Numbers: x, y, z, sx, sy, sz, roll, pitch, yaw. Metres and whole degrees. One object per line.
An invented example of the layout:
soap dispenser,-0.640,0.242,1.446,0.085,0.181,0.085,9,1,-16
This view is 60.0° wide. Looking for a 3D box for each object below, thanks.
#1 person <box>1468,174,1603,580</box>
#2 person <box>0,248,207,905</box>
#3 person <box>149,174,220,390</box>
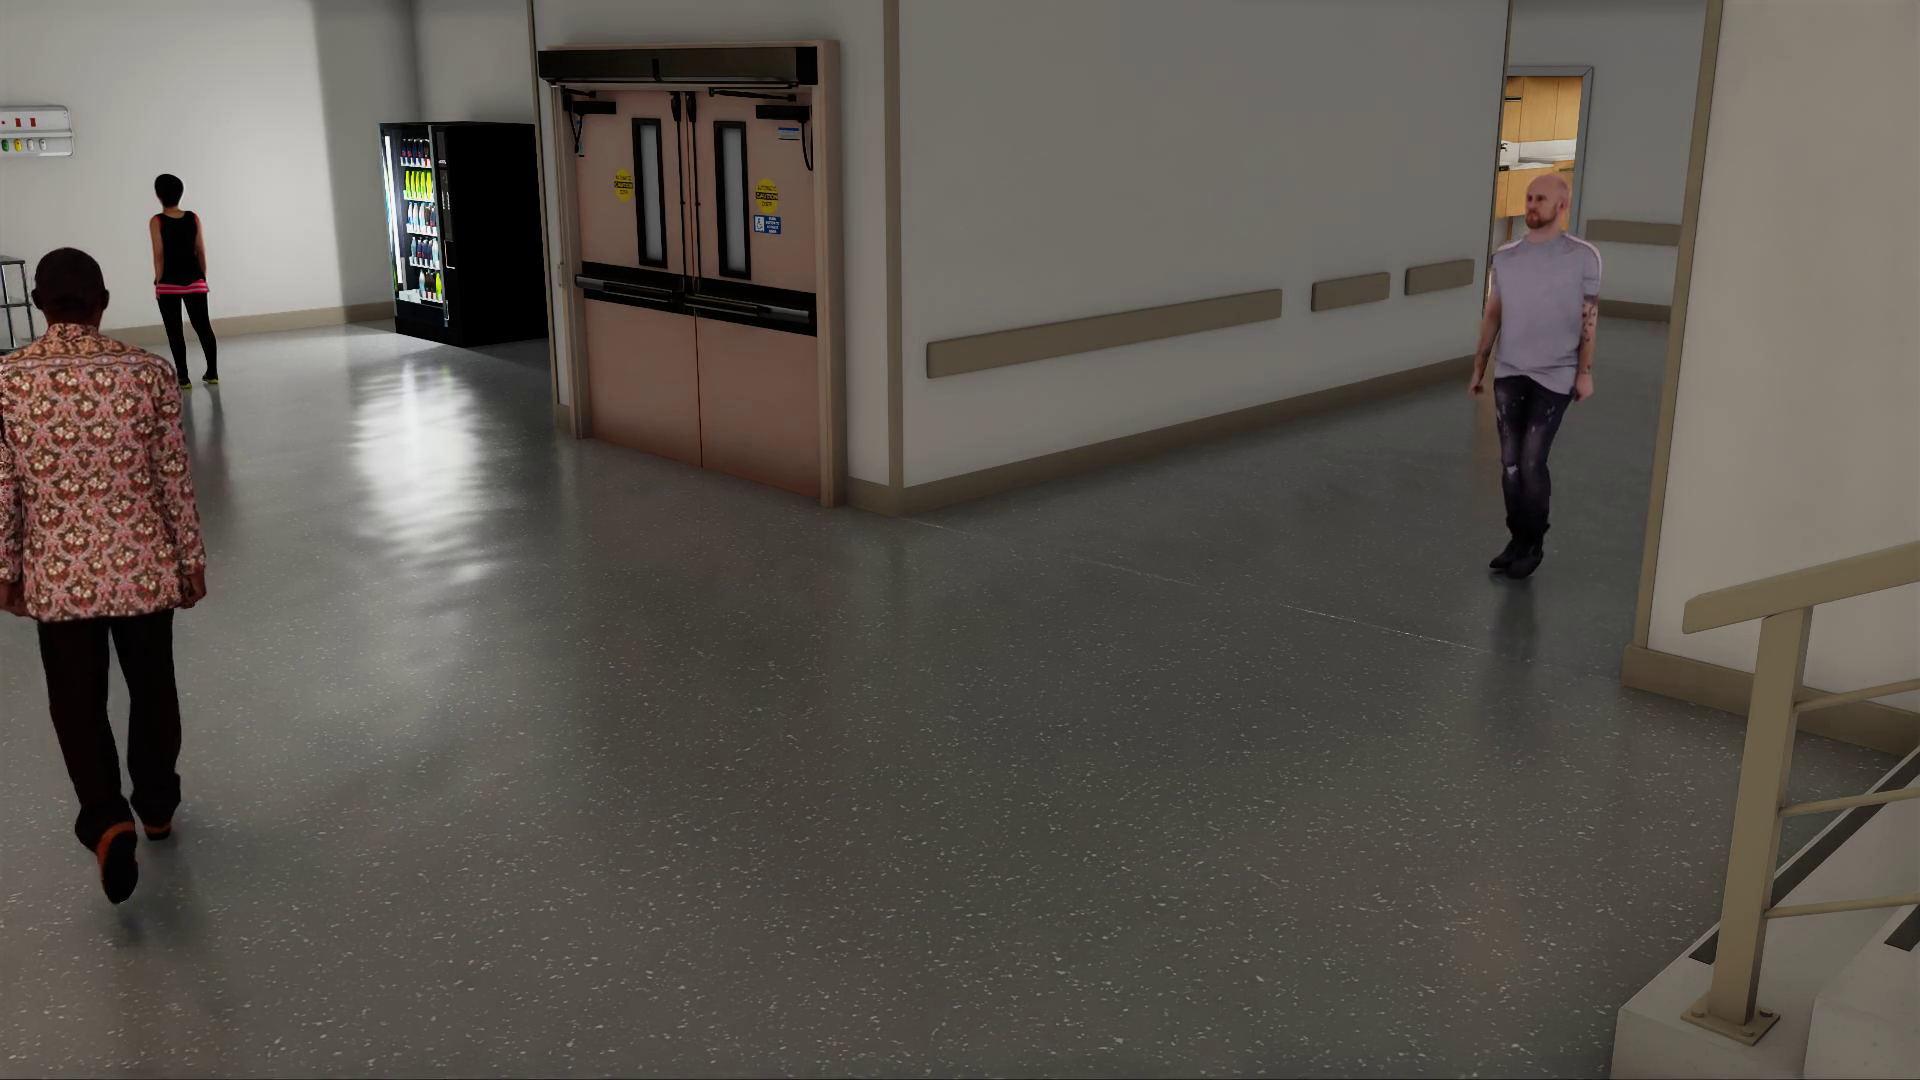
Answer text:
person,2.695,-0.746,7.635,0.760,1.816,0.624,-13,20,-38
person,-2.397,0.115,4.642,0.873,1.782,1.151,-9,18,-28
person,-5.730,-1.905,12.227,0.518,1.552,0.556,13,20,38
